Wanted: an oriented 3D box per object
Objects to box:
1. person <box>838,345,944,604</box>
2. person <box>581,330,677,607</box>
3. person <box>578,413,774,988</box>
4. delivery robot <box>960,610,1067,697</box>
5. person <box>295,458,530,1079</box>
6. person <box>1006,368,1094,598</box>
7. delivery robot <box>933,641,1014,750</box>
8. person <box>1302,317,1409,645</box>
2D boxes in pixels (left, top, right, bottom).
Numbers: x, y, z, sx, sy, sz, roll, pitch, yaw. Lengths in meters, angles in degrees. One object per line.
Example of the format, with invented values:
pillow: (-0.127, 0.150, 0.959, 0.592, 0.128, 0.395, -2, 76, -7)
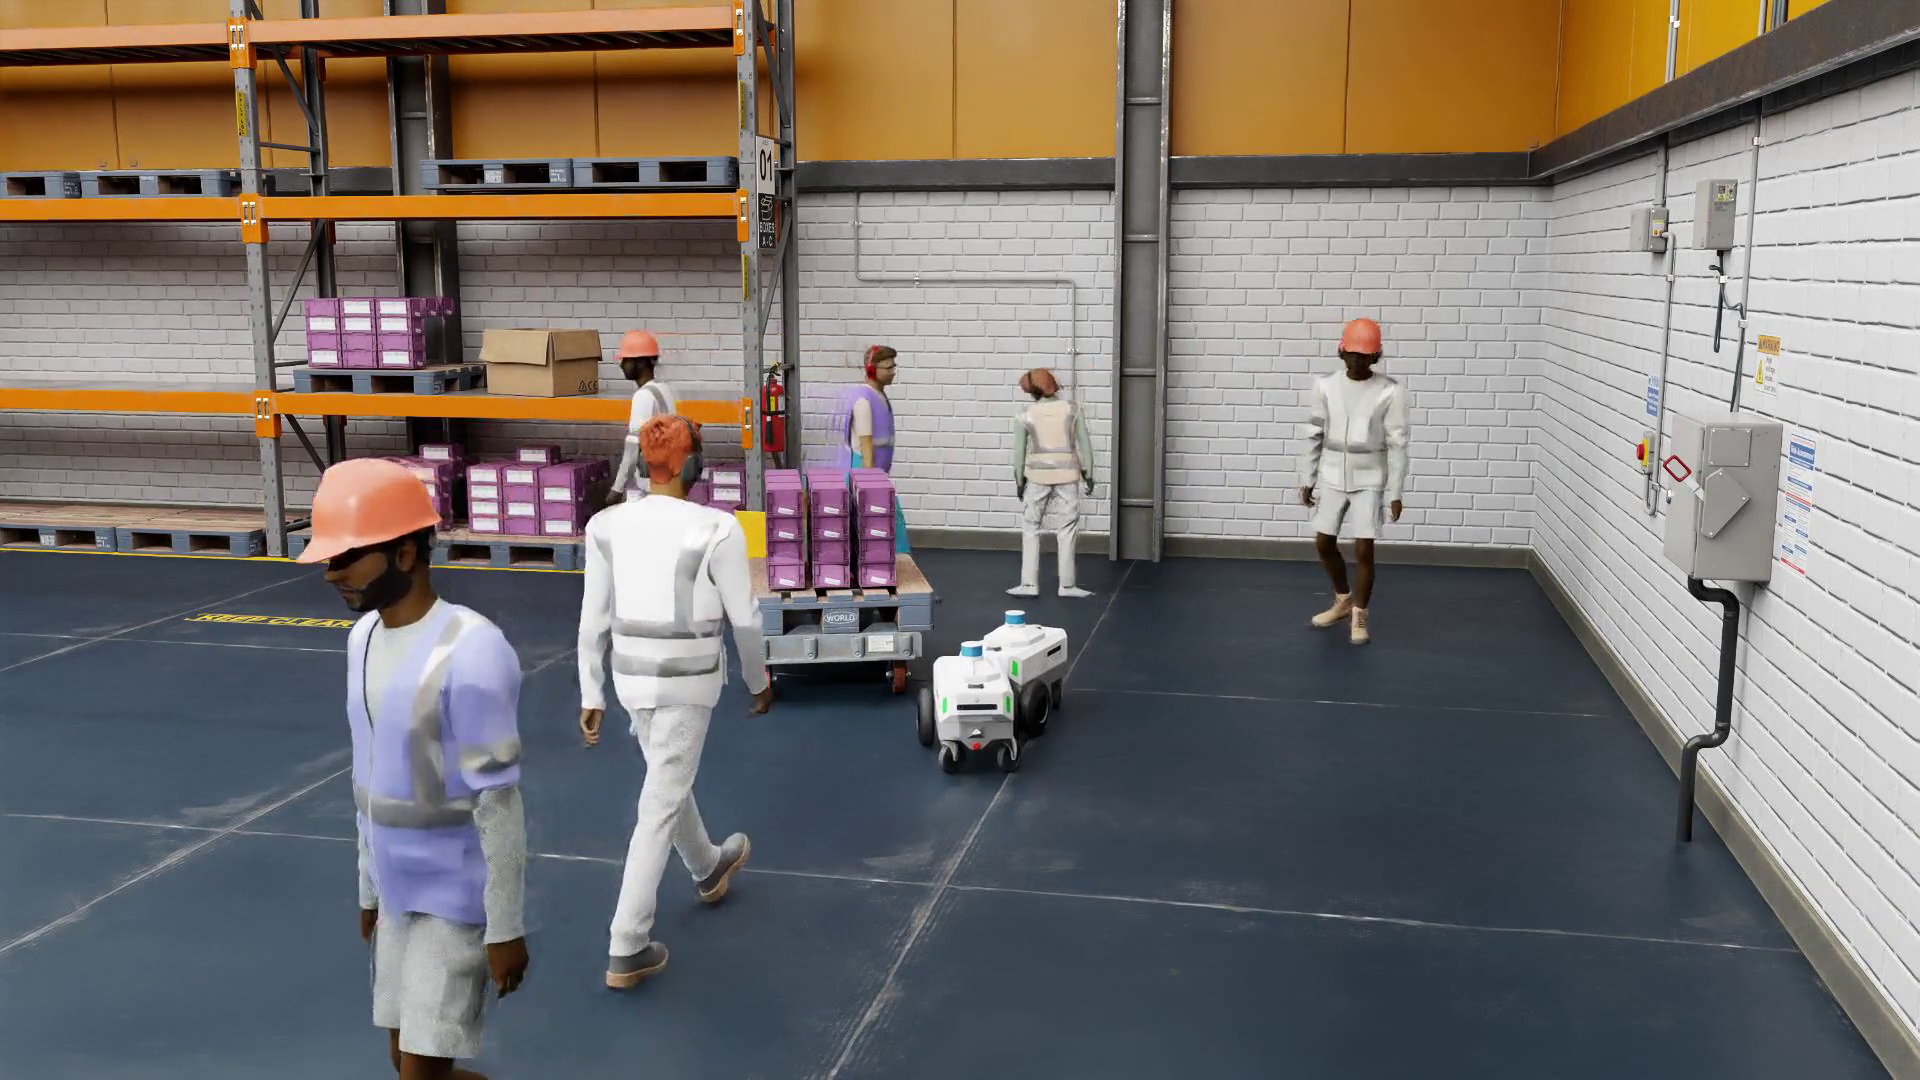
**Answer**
person: (-0.643, -0.426, 11.256, 0.967, 1.793, 0.580, 2, 10, 11)
person: (-2.045, -0.380, 10.622, 0.930, 1.895, 0.556, -1, 9, -3)
person: (-0.944, 0.487, 5.613, 0.575, 1.817, 1.026, 4, 10, 24)
delivery robot: (0.279, 0.602, 8.464, 0.477, 0.478, 0.707, 5, 10, 25)
person: (-1.159, 0.767, 3.658, 0.567, 1.914, 0.468, 8, 12, 41)
person: (0.644, -0.384, 11.531, 0.608, 1.611, 0.324, 1, 9, 6)
delivery robot: (0.056, 0.718, 7.765, 0.477, 0.478, 0.707, 0, 9, -3)
person: (2.416, -0.357, 10.170, 0.673, 2.016, 0.607, 7, 12, 36)
